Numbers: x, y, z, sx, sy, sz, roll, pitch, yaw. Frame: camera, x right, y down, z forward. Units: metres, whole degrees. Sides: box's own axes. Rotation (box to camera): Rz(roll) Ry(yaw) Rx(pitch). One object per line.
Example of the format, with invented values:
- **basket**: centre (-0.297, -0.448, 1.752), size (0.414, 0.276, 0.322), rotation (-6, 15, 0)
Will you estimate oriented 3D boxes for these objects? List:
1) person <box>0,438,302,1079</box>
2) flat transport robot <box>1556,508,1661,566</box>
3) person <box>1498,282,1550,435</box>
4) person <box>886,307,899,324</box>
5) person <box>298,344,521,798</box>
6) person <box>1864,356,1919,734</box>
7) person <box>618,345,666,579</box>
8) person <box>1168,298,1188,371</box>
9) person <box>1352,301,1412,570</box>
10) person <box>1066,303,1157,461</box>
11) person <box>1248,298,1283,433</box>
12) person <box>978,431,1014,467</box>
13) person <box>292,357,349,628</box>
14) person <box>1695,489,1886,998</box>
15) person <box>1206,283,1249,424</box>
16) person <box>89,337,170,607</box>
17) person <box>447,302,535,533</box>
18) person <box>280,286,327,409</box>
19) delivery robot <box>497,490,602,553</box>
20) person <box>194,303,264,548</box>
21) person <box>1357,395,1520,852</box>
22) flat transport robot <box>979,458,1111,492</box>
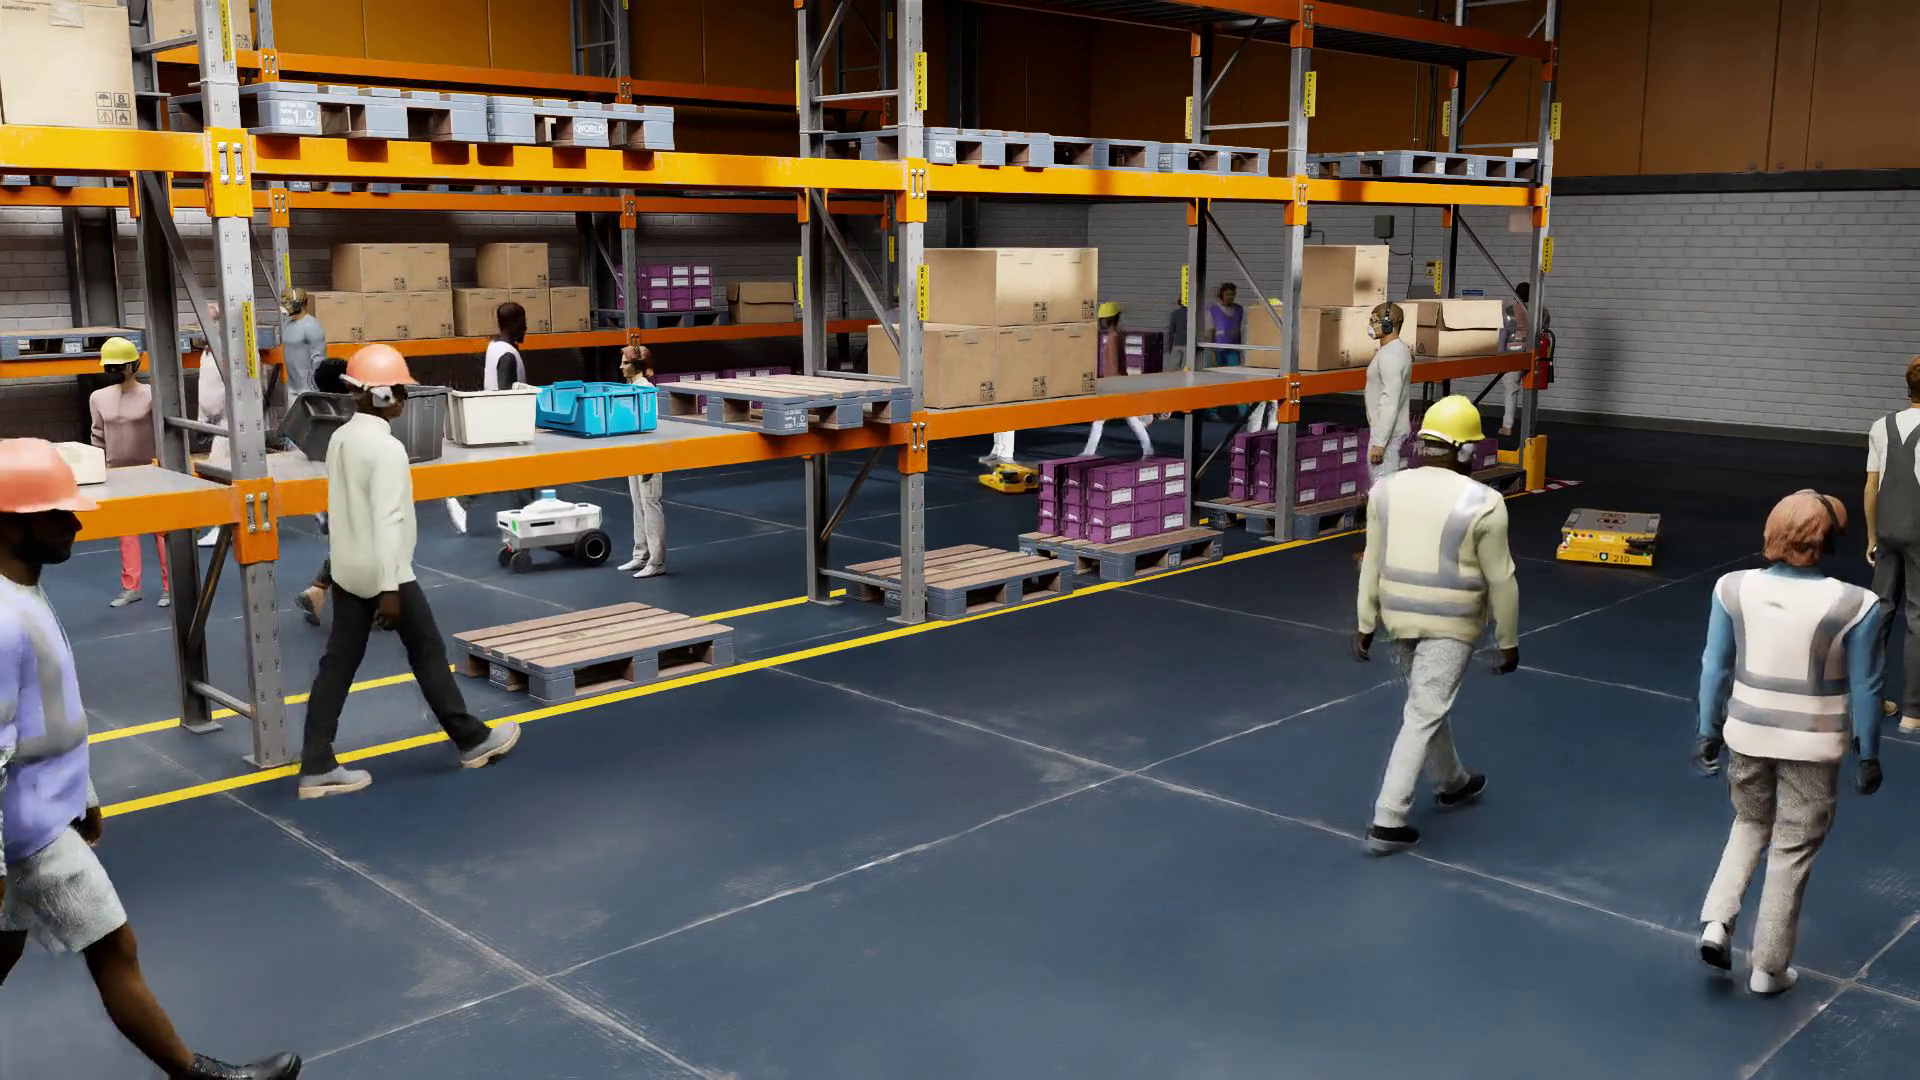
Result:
- **person**: centre (-2.267, 0.683, 4.297), size (0.964, 1.894, 0.575), rotation (-5, 12, -26)
- **flat transport robot**: centre (4.967, -0.039, 12.685), size (0.652, 0.197, 1.431), rotation (5, 11, 24)
- **person**: centre (6.766, -2.178, 20.065), size (0.619, 1.845, 0.430), rotation (0, 10, 1)
- **person**: centre (-0.586, -2.236, 20.453), size (0.629, 1.809, 0.657), rotation (6, 12, 31)
- **person**: centre (-2.487, 0.121, 7.260), size (1.012, 1.937, 0.644), rotation (-10, 14, -44)
- **person**: centre (4.641, 0.015, 8.094), size (0.346, 1.846, 0.505), rotation (-5, 11, -24)
- **person**: centre (-2.253, -0.554, 11.757), size (0.311, 1.642, 0.513), rotation (-6, 12, -29)
- **person**: centre (3.187, -2.762, 23.968), size (0.324, 1.617, 0.653), rotation (-7, 12, -33)
- **person**: centre (3.049, -0.742, 11.970), size (0.372, 1.940, 0.631), rotation (3, 11, 16)
- **person**: centre (1.638, -1.615, 17.364), size (0.924, 1.708, 0.512), rotation (4, 11, 19)
- **person**: centre (3.395, -1.762, 18.117), size (0.589, 1.722, 0.485), rotation (2, 11, 8)
- **person**: centre (0.409, -1.705, 17.370), size (0.355, 1.884, 0.575), rotation (-3, 11, -14)
- **person**: centre (-3.904, -0.296, 10.300), size (0.537, 1.667, 0.785), rotation (3, 11, 15)
- **person**: centre (2.610, 0.649, 5.231), size (0.367, 1.626, 0.523), rotation (-8, 13, -38)
- **person**: centre (3.432, -2.359, 21.170), size (0.587, 1.791, 0.953), rotation (-5, 12, -25)
- **person**: centre (-5.347, -0.428, 10.752), size (0.520, 1.761, 0.335), rotation (0, 10, -1)
- **person**: centre (-3.672, -0.953, 13.262), size (0.778, 1.890, 0.604), rotation (-5, 11, -25)
- **person**: centre (-6.143, -1.406, 15.600), size (0.375, 1.936, 0.627), rotation (-10, 14, -44)
- **delivery robot**: centre (-2.987, -0.123, 12.112), size (0.707, 0.478, 0.477), rotation (-7, 13, -35)
- **person**: centre (-5.770, -0.890, 12.914), size (0.766, 1.878, 0.671), rotation (-9, 14, -40)
- **person**: centre (1.913, 0.318, 6.636), size (0.946, 1.780, 0.612), rotation (-9, 13, -39)
- **flat transport robot**: centre (0.966, -0.631, 15.916), size (1.431, 0.197, 0.652), rotation (-4, 11, -20)
